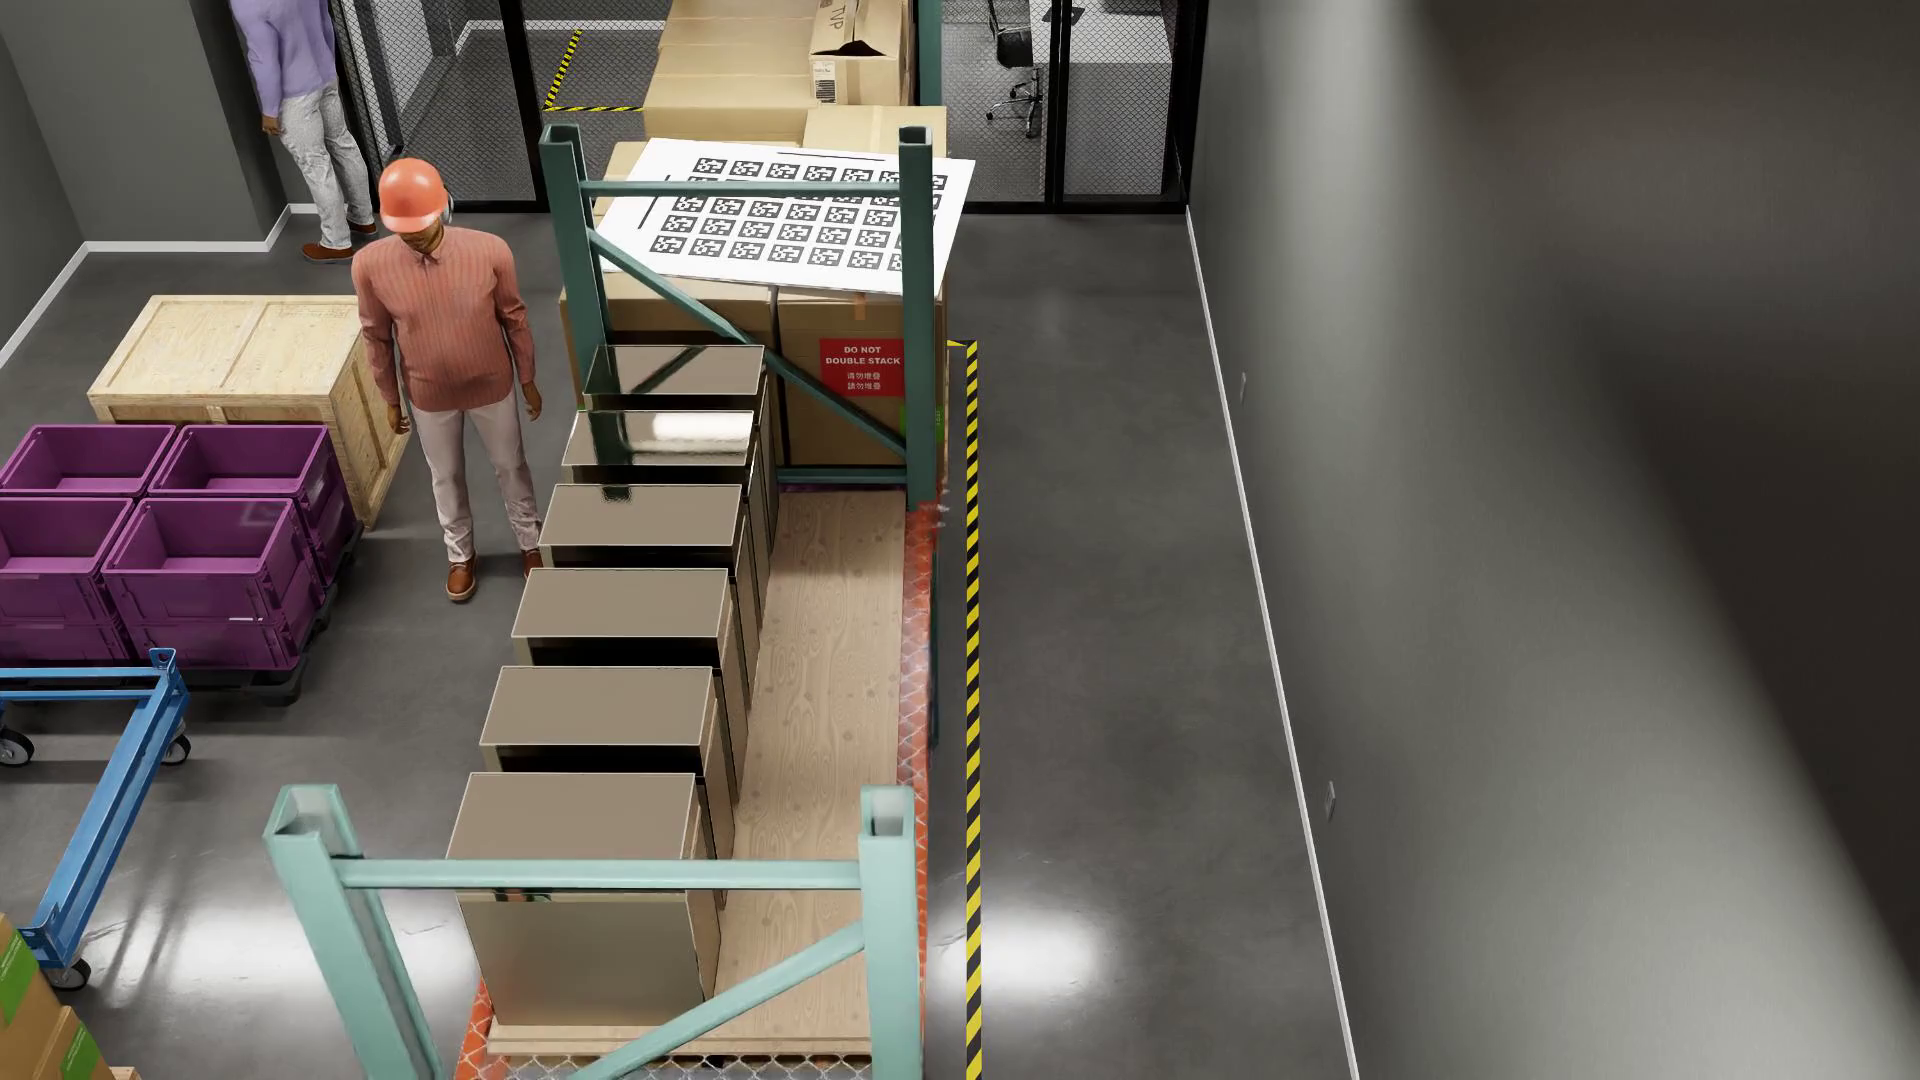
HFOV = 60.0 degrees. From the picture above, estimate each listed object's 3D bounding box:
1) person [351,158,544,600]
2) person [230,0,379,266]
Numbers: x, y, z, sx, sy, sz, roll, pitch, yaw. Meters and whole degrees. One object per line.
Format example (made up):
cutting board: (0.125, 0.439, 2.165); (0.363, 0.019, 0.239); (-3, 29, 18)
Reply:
person: (-1.967, -0.601, 6.533); (0.622, 1.990, 0.397); (-9, 42, -11)
person: (-3.399, -2.337, 8.558); (0.372, 1.940, 0.631); (11, 42, 12)
